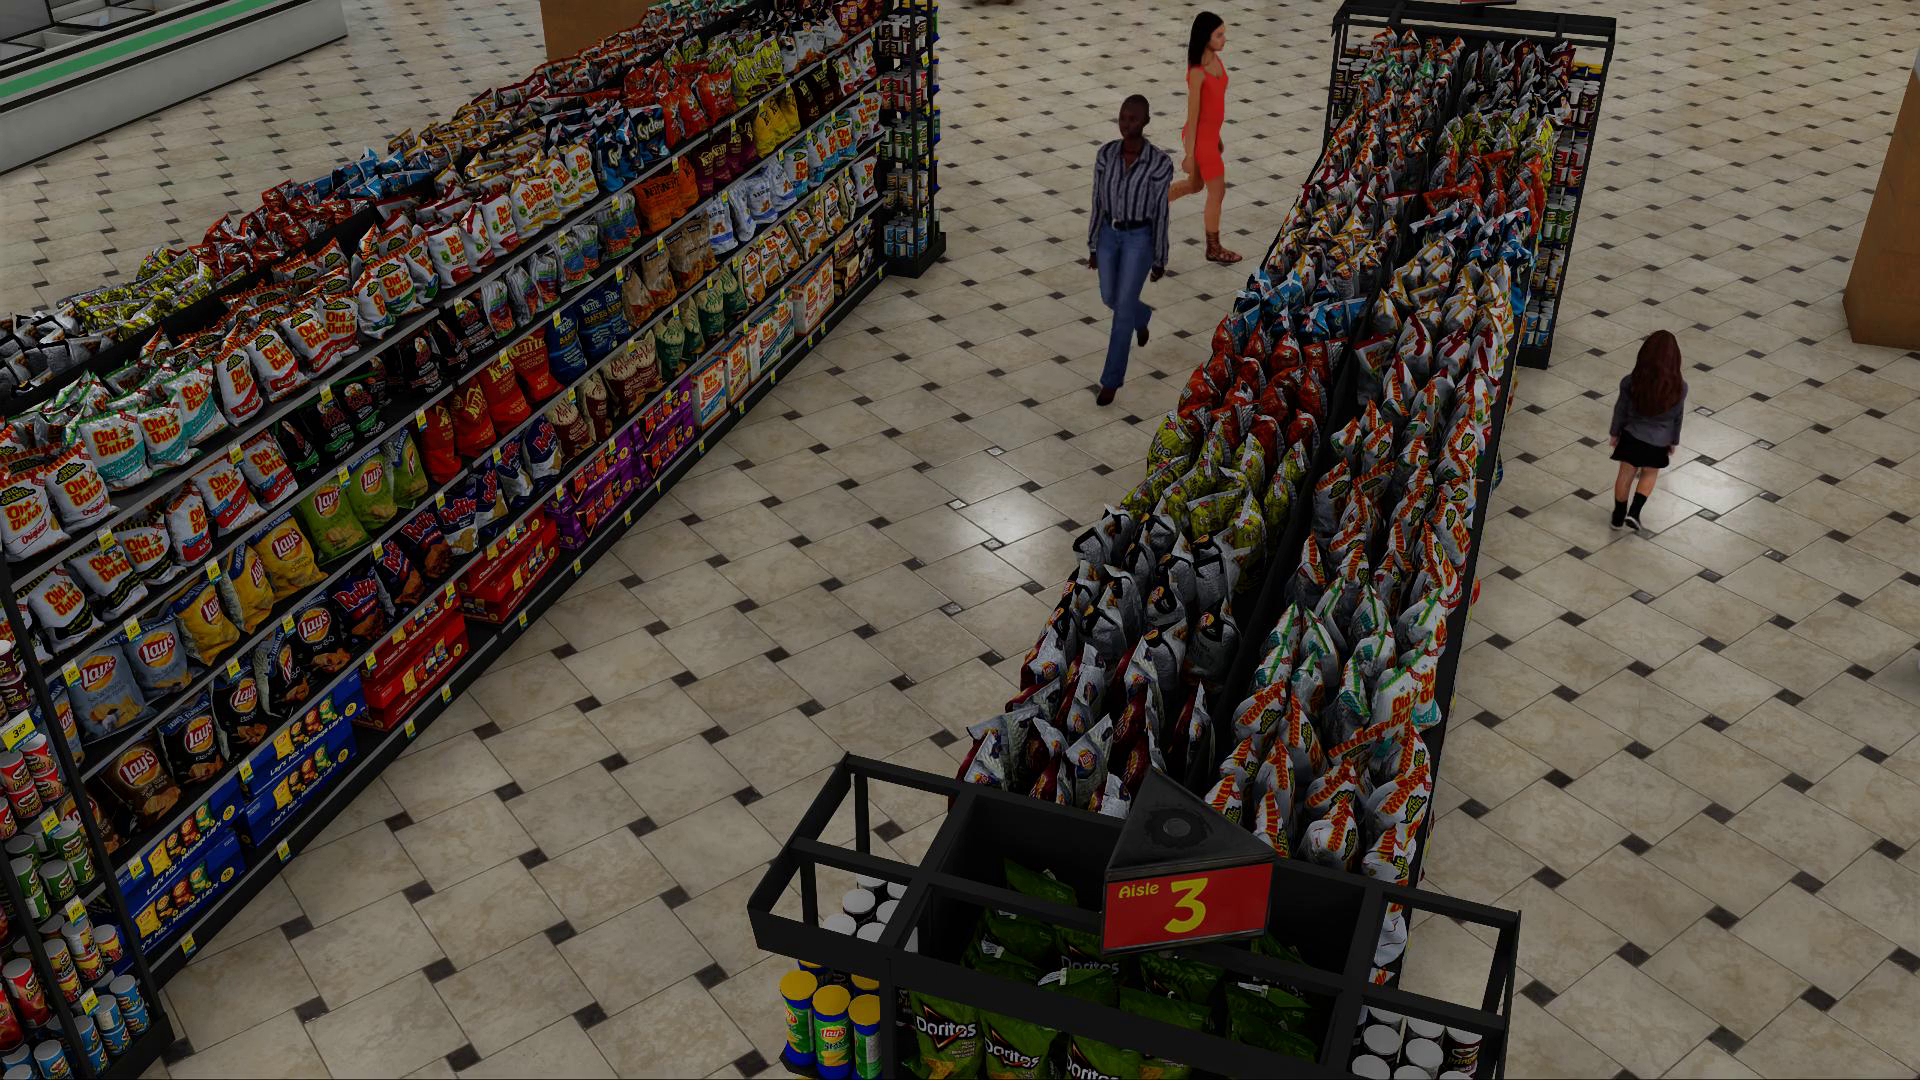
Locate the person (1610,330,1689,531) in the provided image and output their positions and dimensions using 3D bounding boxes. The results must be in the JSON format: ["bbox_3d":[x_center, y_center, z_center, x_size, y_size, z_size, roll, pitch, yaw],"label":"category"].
[{"bbox_3d":[3.423,-0.513,8.316,0.480,1.096,0.529,11,34,18],"label":"person"}]

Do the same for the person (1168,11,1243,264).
[{"bbox_3d":[1.558,-2.706,11.282,0.686,1.687,1.008,9,33,14],"label":"person"}]

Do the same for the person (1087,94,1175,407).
[{"bbox_3d":[0.992,-1.698,9.578,0.769,1.776,1.091,17,36,25],"label":"person"}]
